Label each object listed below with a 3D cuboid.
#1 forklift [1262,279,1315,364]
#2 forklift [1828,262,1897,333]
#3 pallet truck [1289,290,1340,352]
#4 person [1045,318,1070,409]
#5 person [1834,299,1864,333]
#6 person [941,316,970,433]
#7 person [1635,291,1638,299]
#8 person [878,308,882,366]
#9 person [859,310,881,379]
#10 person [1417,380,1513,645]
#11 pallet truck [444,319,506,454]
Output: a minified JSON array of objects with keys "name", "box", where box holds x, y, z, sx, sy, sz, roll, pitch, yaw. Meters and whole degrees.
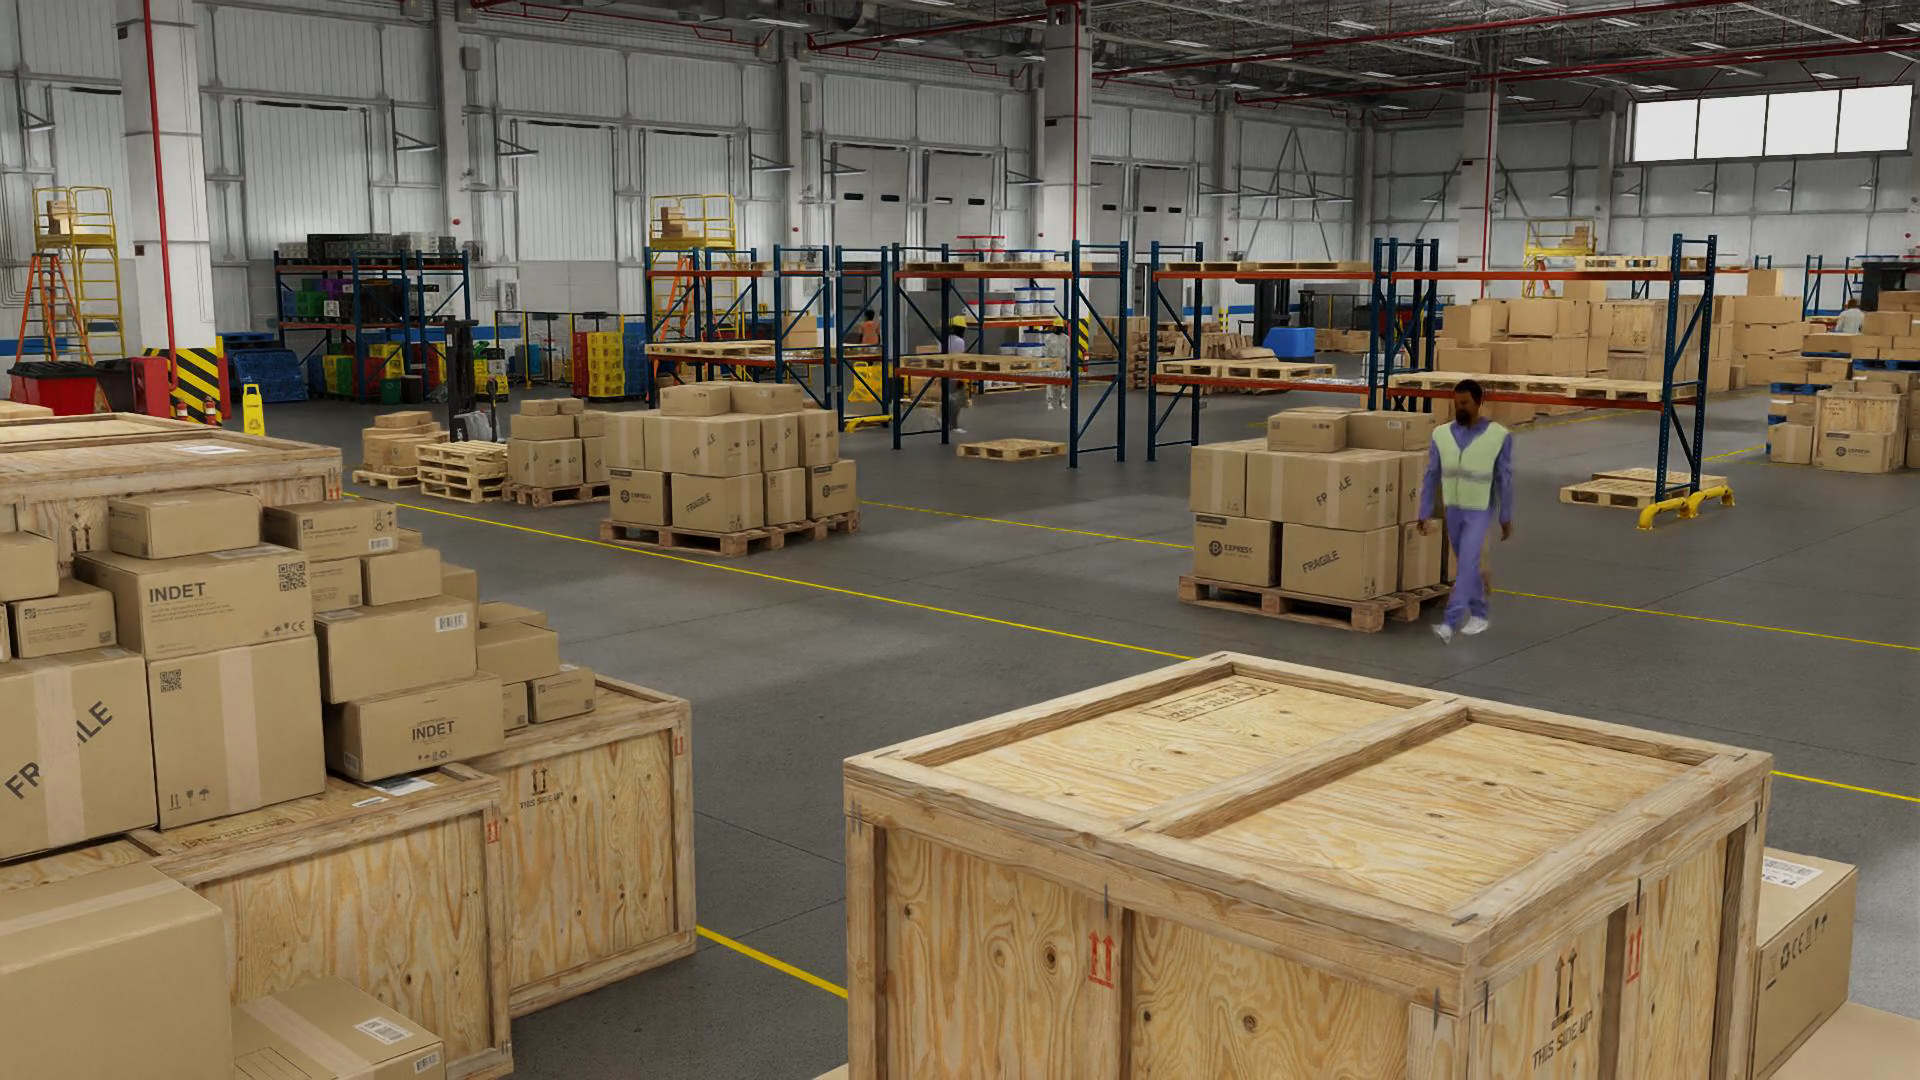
[{"name":"forklift","box":[8.555,-6.090,44.881,1.873,2.768,1.129,9,13,43]},{"name":"forklift","box":[23.211,-5.655,42.217,1.129,2.768,1.873,-5,10,-27]},{"name":"pallet truck","box":[11.297,-6.951,52.861,1.885,1.965,0.823,-5,11,-29]},{"name":"person","box":[1.844,-3.334,31.481,0.484,1.739,0.319,-2,9,-11]},{"name":"person","box":[22.482,-5.152,42.158,0.623,1.884,1.001,-1,9,-7]},{"name":"person","box":[-0.072,-2.660,26.839,0.431,1.911,0.585,-5,10,-27]},{"name":"person","box":[22.591,-7.413,55.887,0.629,1.936,0.371,-8,12,-41]},{"name":"person","box":[-2.049,-5.359,44.230,0.323,1.631,0.523,1,9,4]},{"name":"person","box":[-2.187,-4.739,40.337,0.520,1.653,0.835,3,10,16]},{"name":"person","box":[3.560,-0.196,11.833,0.610,1.864,1.034,9,13,43]},{"name":"pallet truck","box":[-6.981,-1.942,22.150,1.885,1.965,0.823,1,9,9]}]
